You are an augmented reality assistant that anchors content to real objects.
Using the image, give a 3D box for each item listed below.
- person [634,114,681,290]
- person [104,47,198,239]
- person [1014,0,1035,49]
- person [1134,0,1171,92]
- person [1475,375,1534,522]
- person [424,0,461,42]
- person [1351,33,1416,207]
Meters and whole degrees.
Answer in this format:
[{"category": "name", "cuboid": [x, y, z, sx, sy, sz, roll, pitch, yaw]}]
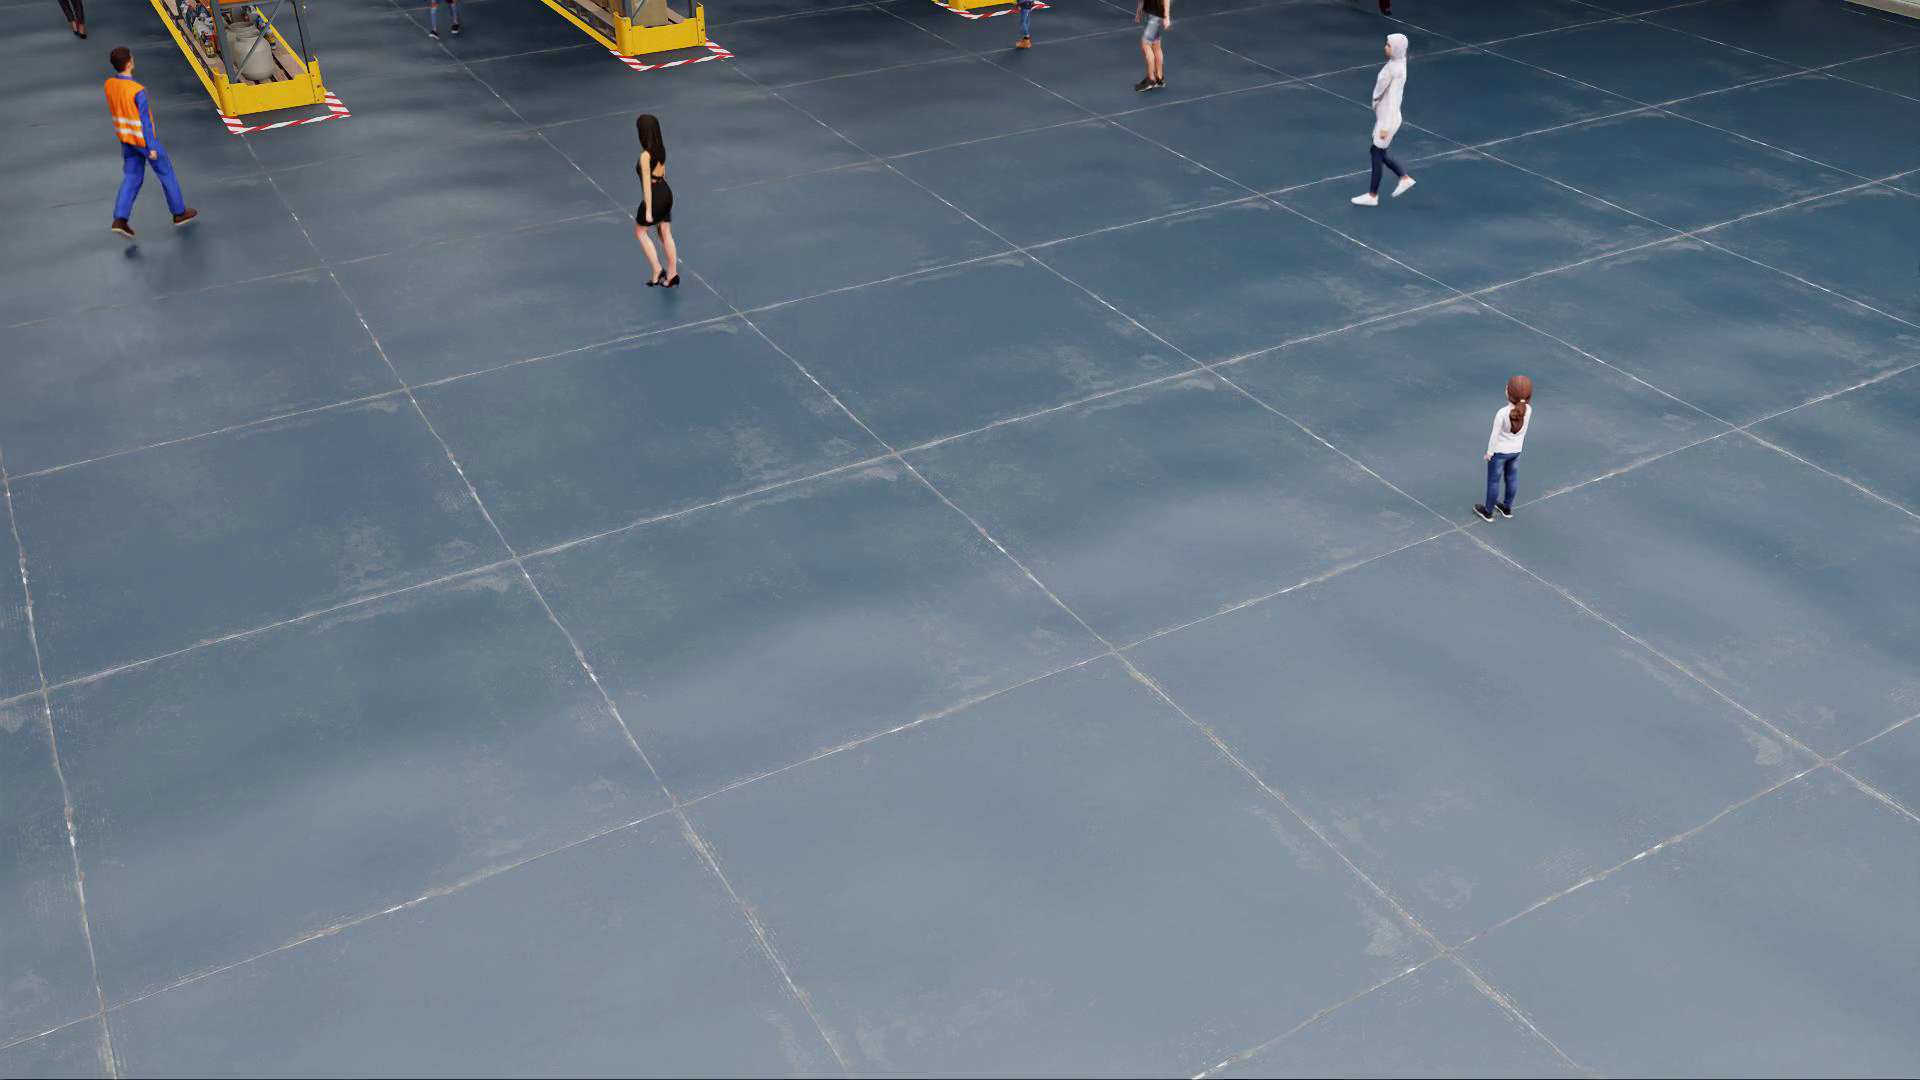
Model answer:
[{"category": "person", "cuboid": [-2.679, -3.029, 15.086, 0.753, 1.634, 0.702, 11, 34, 17]}, {"category": "person", "cuboid": [-8.044, -3.817, 16.151, 1.250, 1.830, 1.241, 11, 34, 17]}, {"category": "person", "cuboid": [0.851, -7.166, 22.005, 0.646, 1.248, 0.599, 21, 38, 30]}, {"category": "person", "cuboid": [2.456, -6.422, 20.275, 0.811, 1.836, 0.688, -12, 34, -18]}, {"category": "person", "cuboid": [3.891, -0.658, 11.822, 0.457, 1.106, 0.489, -13, 34, -19]}, {"category": "person", "cuboid": [-6.932, -7.577, 22.291, 0.986, 1.638, 1.174, 1, 32, 1]}, {"category": "person", "cuboid": [4.417, -4.230, 16.870, 0.942, 1.761, 0.911, 4, 32, 6]}]
